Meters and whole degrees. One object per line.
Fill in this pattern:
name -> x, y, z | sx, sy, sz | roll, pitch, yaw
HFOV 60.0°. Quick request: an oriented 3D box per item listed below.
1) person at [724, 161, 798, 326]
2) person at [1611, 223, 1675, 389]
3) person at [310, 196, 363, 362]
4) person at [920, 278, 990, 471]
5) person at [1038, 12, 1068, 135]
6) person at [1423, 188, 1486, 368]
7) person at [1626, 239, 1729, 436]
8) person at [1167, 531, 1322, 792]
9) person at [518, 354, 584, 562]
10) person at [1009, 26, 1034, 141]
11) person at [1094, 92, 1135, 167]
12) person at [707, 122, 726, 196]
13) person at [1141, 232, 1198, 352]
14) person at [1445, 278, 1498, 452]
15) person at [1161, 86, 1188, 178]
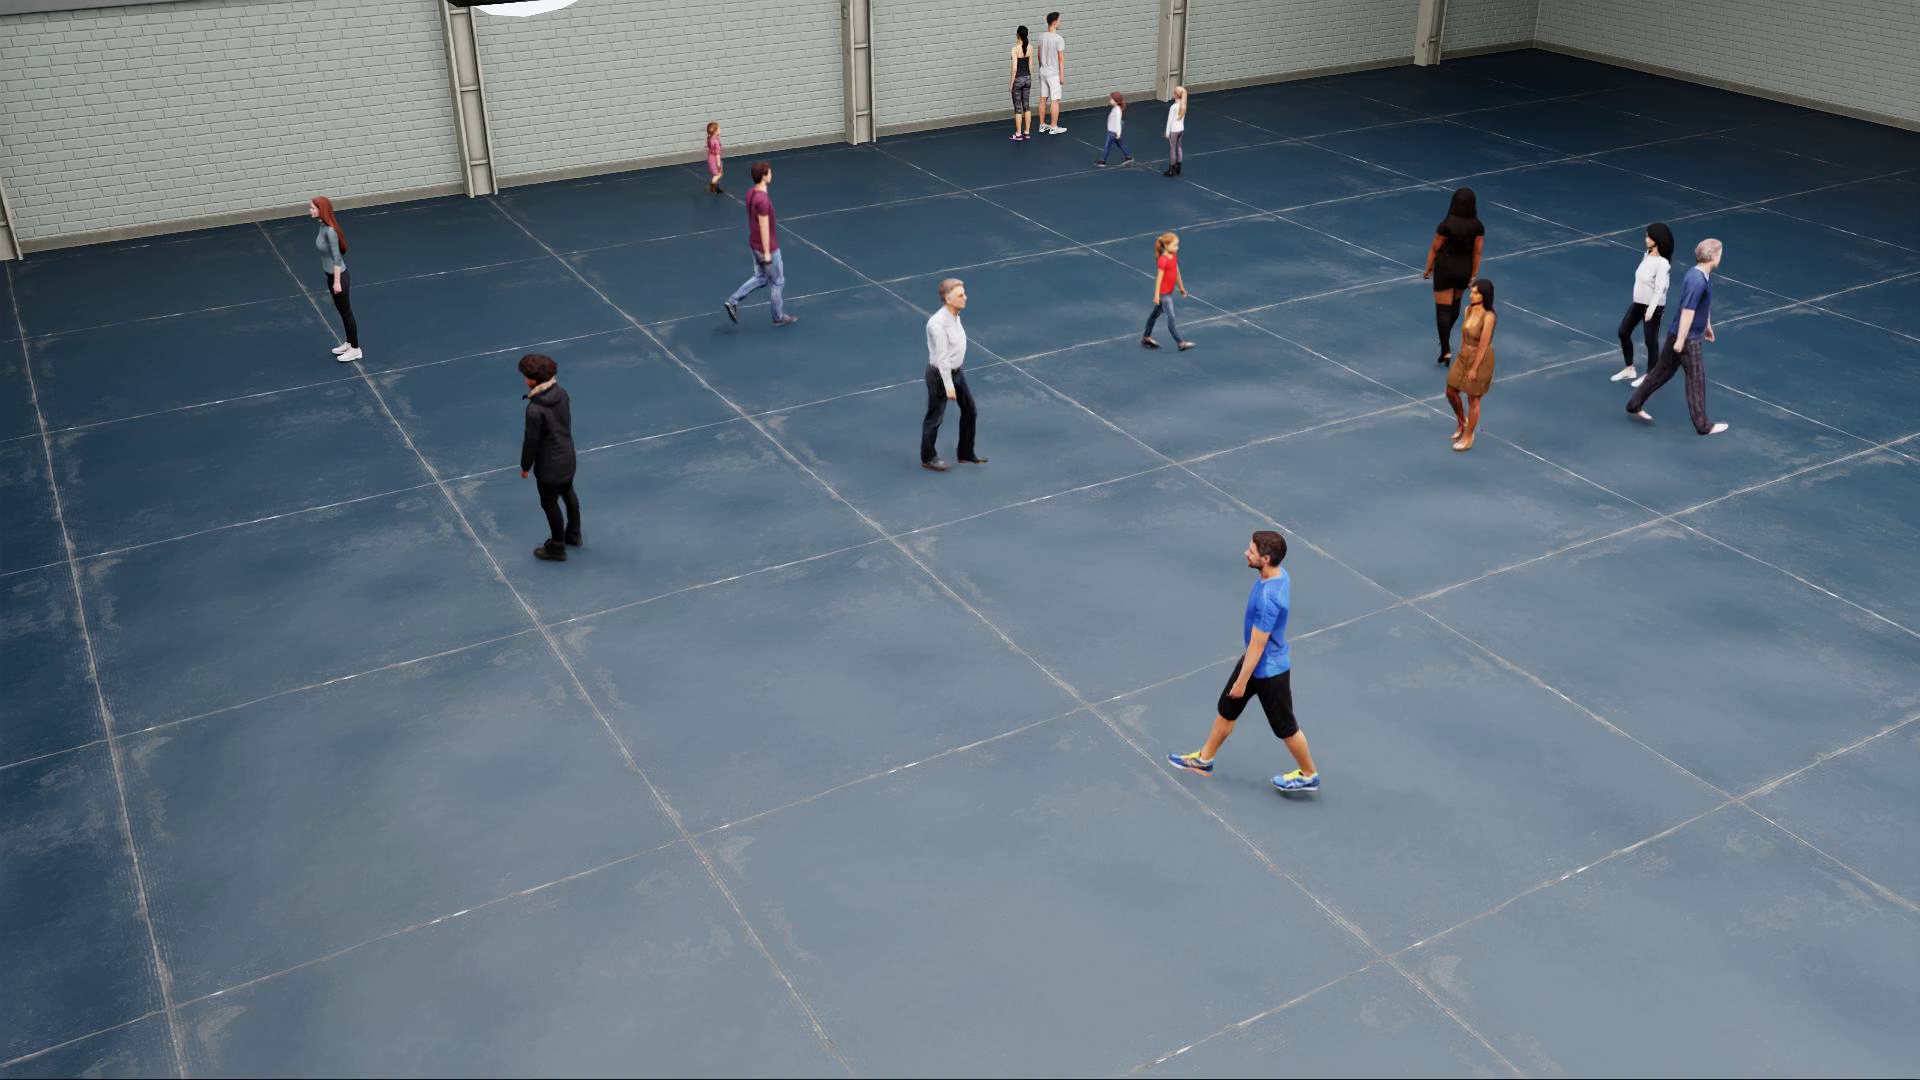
person -> -2.219, -3.187, 18.152 | 1.025, 1.828, 0.662 | -13, 30, -24
person -> 6.988, -2.349, 16.682 | 0.761, 1.685, 0.753 | -6, 28, -11
person -> -6.511, -2.731, 17.359 | 0.534, 1.743, 0.595 | -13, 30, -24
person -> -0.211, -1.474, 14.858 | 0.960, 1.797, 0.920 | 13, 30, 23
person -> 1.428, -7.371, 26.256 | 0.656, 1.847, 0.727 | -23, 35, -38
person -> 5.105, -2.675, 17.168 | 1.096, 1.818, 1.029 | -1, 27, -2
person -> 6.768, -1.925, 15.728 | 1.199, 1.803, 1.226 | 15, 31, 27
person -> 1.996, 0.819, 10.384 | 1.264, 1.817, 1.134 | 5, 28, 9
person -> -3.213, -0.652, 13.292 | 0.845, 1.770, 0.767 | 11, 29, 21
person -> 0.959, -7.119, 25.896 | 0.494, 1.729, 0.647 | -18, 32, -30
person -> 2.342, -6.039, 24.502 | 0.881, 1.084, 0.688 | -1, 27, -1
person -> -3.450, -5.301, 23.142 | 0.545, 1.018, 0.463 | -20, 33, -34
person -> 2.118, -2.644, 17.696 | 0.827, 1.280, 0.862 | 13, 30, 23
person -> 4.774, -1.600, 15.235 | 0.594, 1.677, 0.567 | -11, 29, -21
person -> 3.129, -5.910, 24.041 | 0.624, 1.278, 0.534 | 21, 34, 35
